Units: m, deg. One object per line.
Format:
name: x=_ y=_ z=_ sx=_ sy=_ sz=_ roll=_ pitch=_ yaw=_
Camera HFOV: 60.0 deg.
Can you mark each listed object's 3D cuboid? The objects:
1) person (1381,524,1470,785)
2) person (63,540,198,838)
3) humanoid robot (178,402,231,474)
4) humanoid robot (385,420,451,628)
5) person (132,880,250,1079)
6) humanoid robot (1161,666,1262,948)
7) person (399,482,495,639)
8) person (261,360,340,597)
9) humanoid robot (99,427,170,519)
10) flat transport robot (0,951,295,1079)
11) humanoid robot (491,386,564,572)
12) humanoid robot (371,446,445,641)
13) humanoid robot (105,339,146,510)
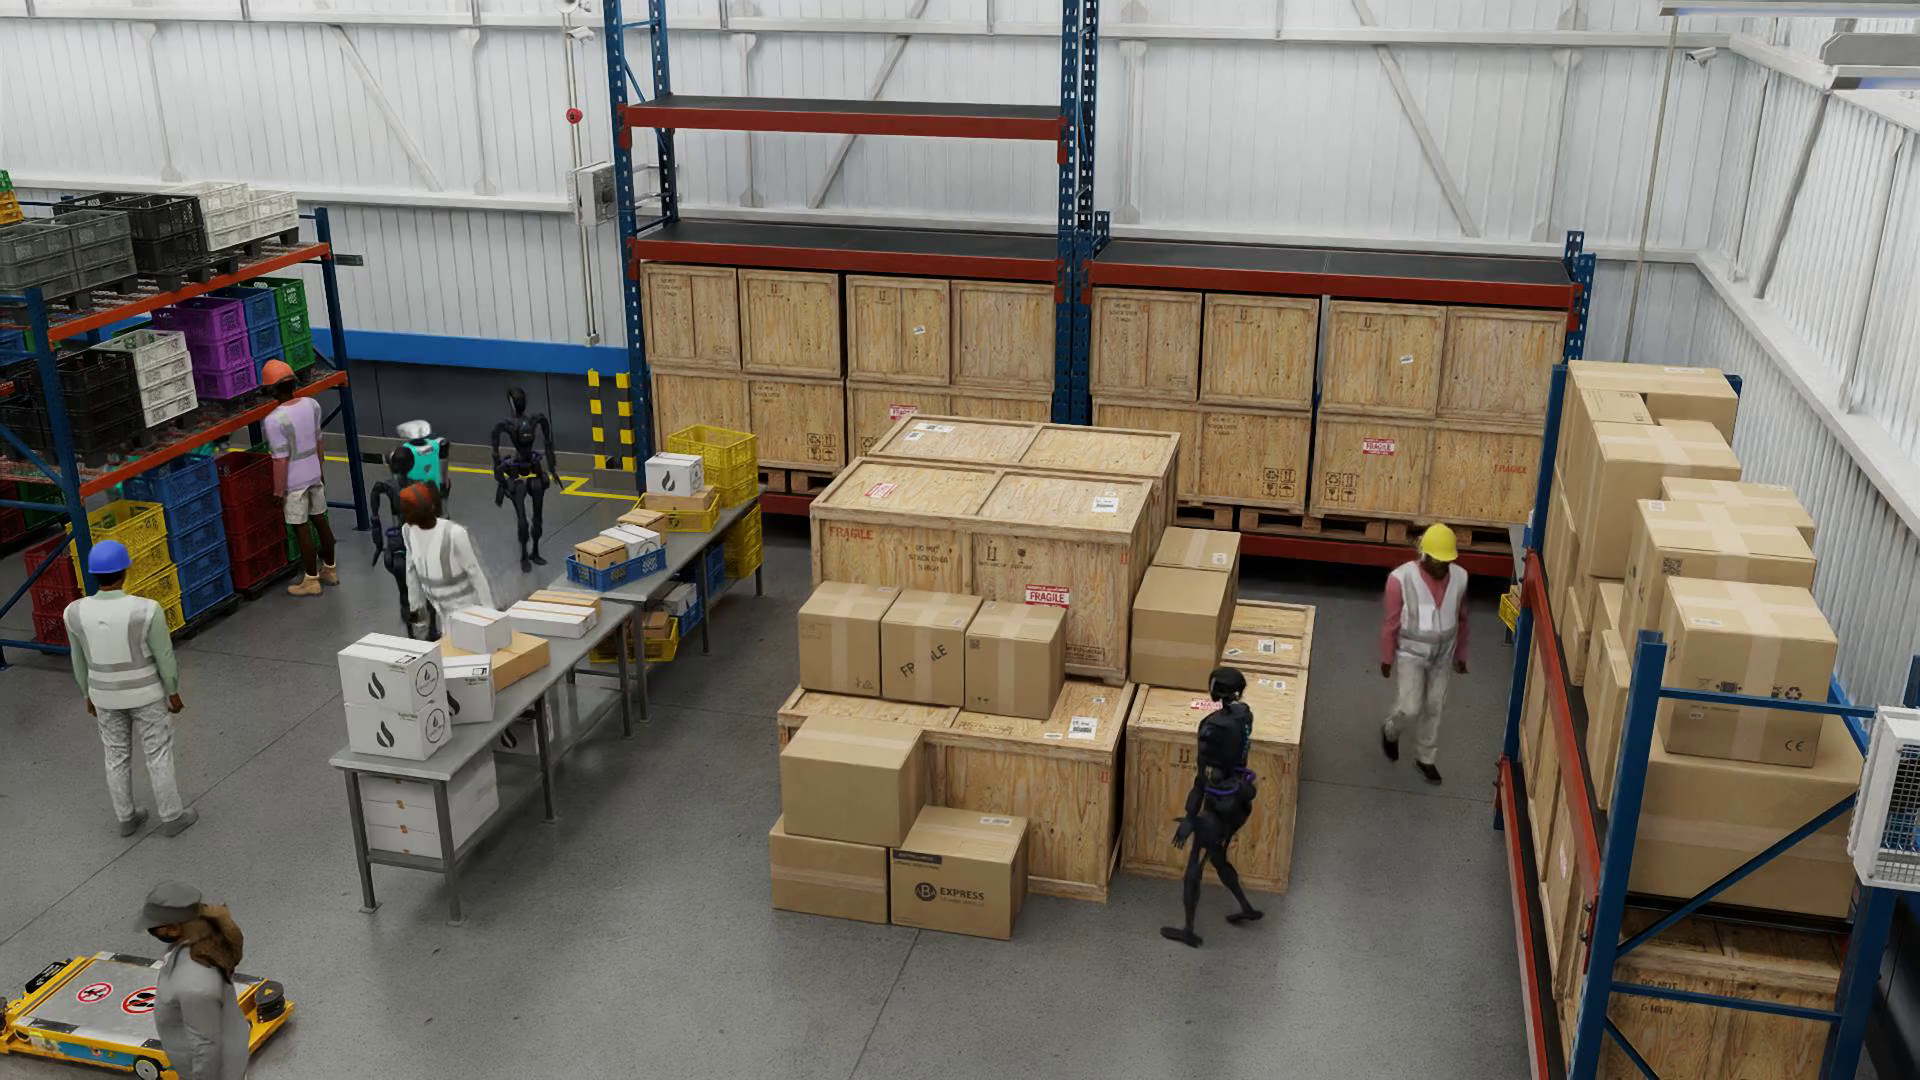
person: x=3.068 y=0.735 z=10.945 sx=0.616 sy=1.810 sz=0.433 roll=-6 pitch=22 yaw=-15
person: x=-5.123 y=0.929 z=10.284 sx=0.609 sy=1.937 sz=0.428 roll=-1 pitch=21 yaw=-1
humanoid robot: x=-7.148 y=-0.951 z=15.573 sx=0.567 sy=1.850 sz=0.714 roll=14 pitch=25 yaw=32
humanoid robot: x=-4.447 y=-0.132 z=13.384 sx=0.794 sy=1.802 sz=0.540 roll=14 pitch=25 yaw=32
person: x=-3.206 y=2.220 z=7.141 sx=0.403 sy=1.763 sz=0.563 roll=-8 pitch=22 yaw=-21
humanoid robot: x=1.464 y=1.472 z=9.236 sx=0.438 sy=1.638 sz=0.600 roll=17 pitch=26 yaw=37
person: x=-3.612 y=0.455 z=11.673 sx=0.644 sy=1.819 sz=0.973 roll=13 pitch=24 yaw=31
person: x=-5.553 y=-0.511 z=13.914 sx=0.388 sy=2.034 sz=0.605 roll=6 pitch=22 yaw=16
humanoid robot: x=-7.348 y=-0.697 z=14.761 sx=0.539 sy=1.755 sz=0.729 roll=7 pitch=22 yaw=18
flat transport robot: x=-4.270 y=2.464 z=8.601 sx=1.431 sy=0.231 sz=0.659 roll=5 pitch=22 yaw=13
humanoid robot: x=-3.764 y=-0.547 z=14.503 sx=0.615 sy=1.649 sz=0.403 roll=-16 pitch=26 yaw=-36
humanoid robot: x=-4.282 y=0.053 z=12.931 sx=0.592 sy=1.655 sz=0.399 roll=-3 pitch=21 yaw=-8
humanoid robot: x=-7.851 y=-1.013 z=15.555 sx=0.675 sy=1.742 sz=0.536 roll=-7 pitch=22 yaw=-17
